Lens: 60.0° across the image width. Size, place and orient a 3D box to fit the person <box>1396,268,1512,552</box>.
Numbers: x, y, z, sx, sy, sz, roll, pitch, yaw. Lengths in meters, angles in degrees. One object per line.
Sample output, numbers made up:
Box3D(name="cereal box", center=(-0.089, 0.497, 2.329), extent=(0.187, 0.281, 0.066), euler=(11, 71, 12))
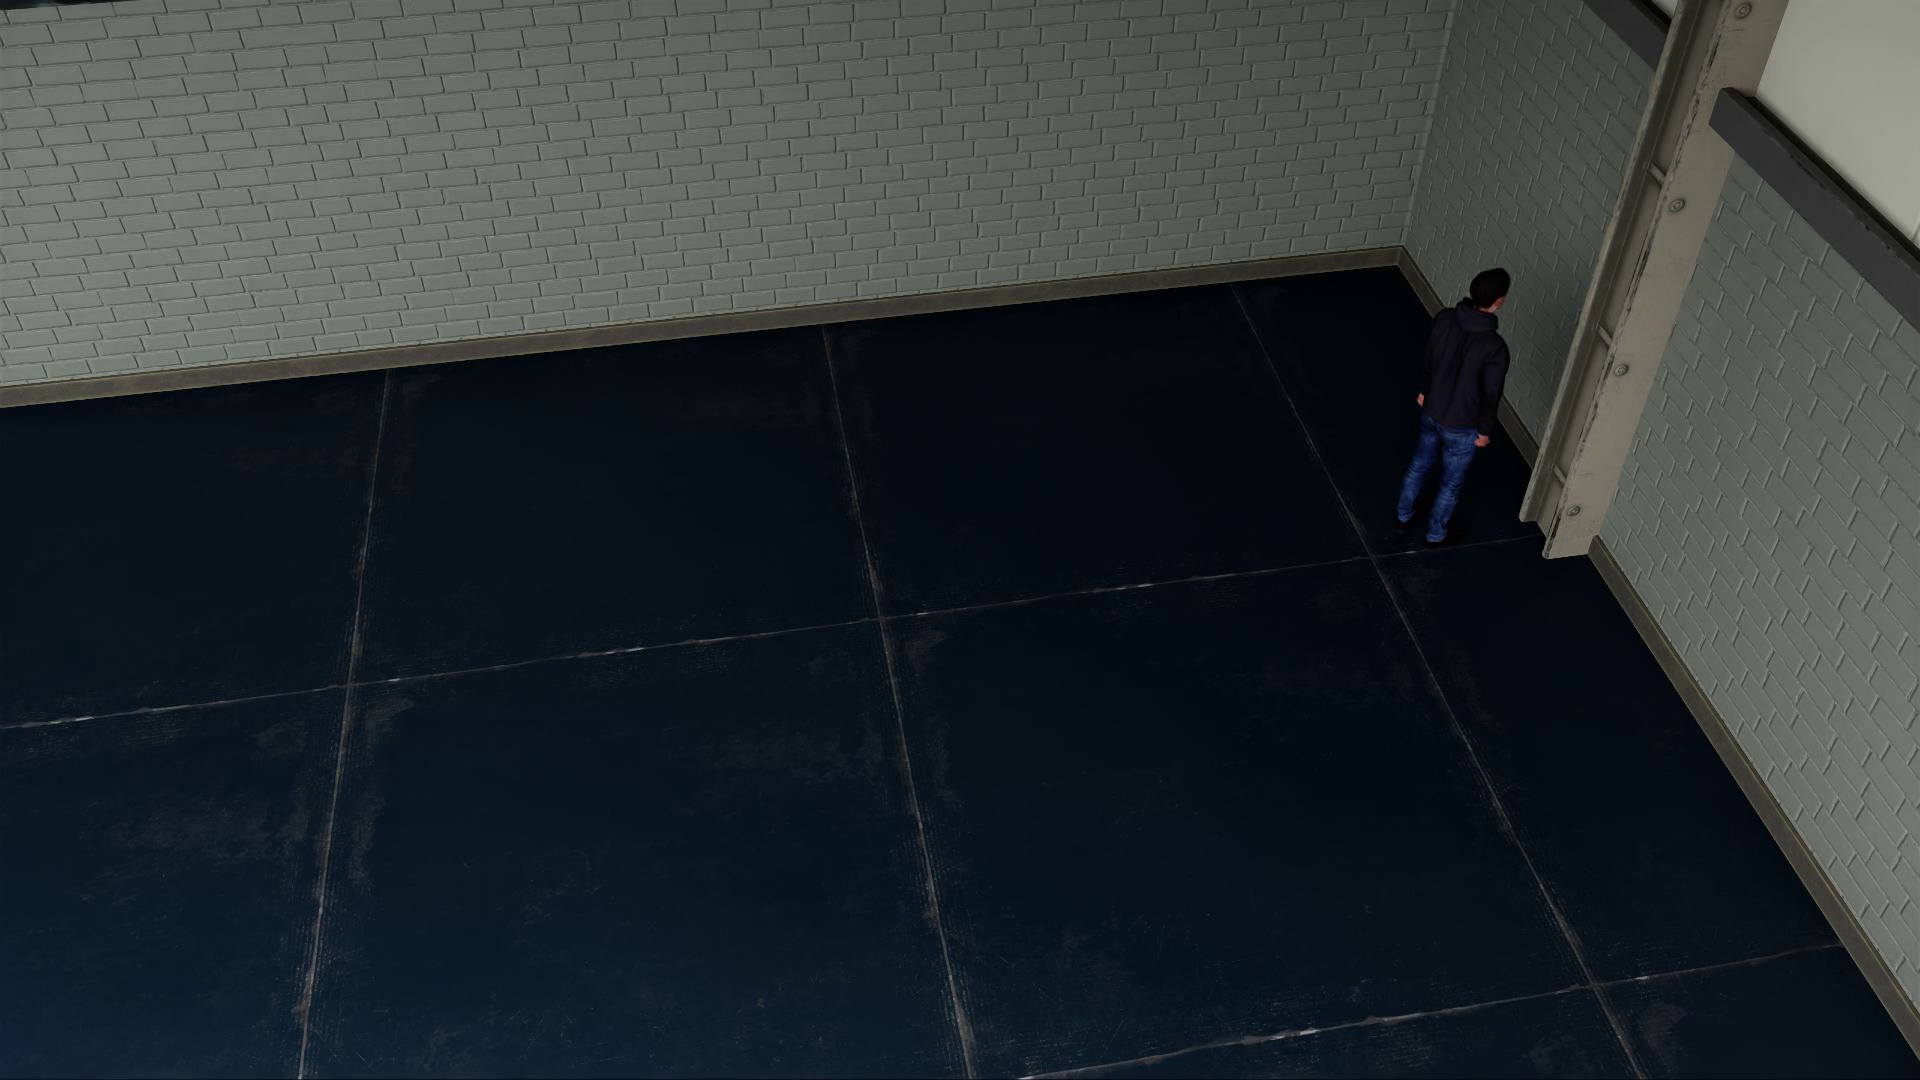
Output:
Box3D(name="person", center=(2.831, -0.738, 9.570), extent=(0.819, 1.892, 0.675), euler=(-27, 49, -26))
